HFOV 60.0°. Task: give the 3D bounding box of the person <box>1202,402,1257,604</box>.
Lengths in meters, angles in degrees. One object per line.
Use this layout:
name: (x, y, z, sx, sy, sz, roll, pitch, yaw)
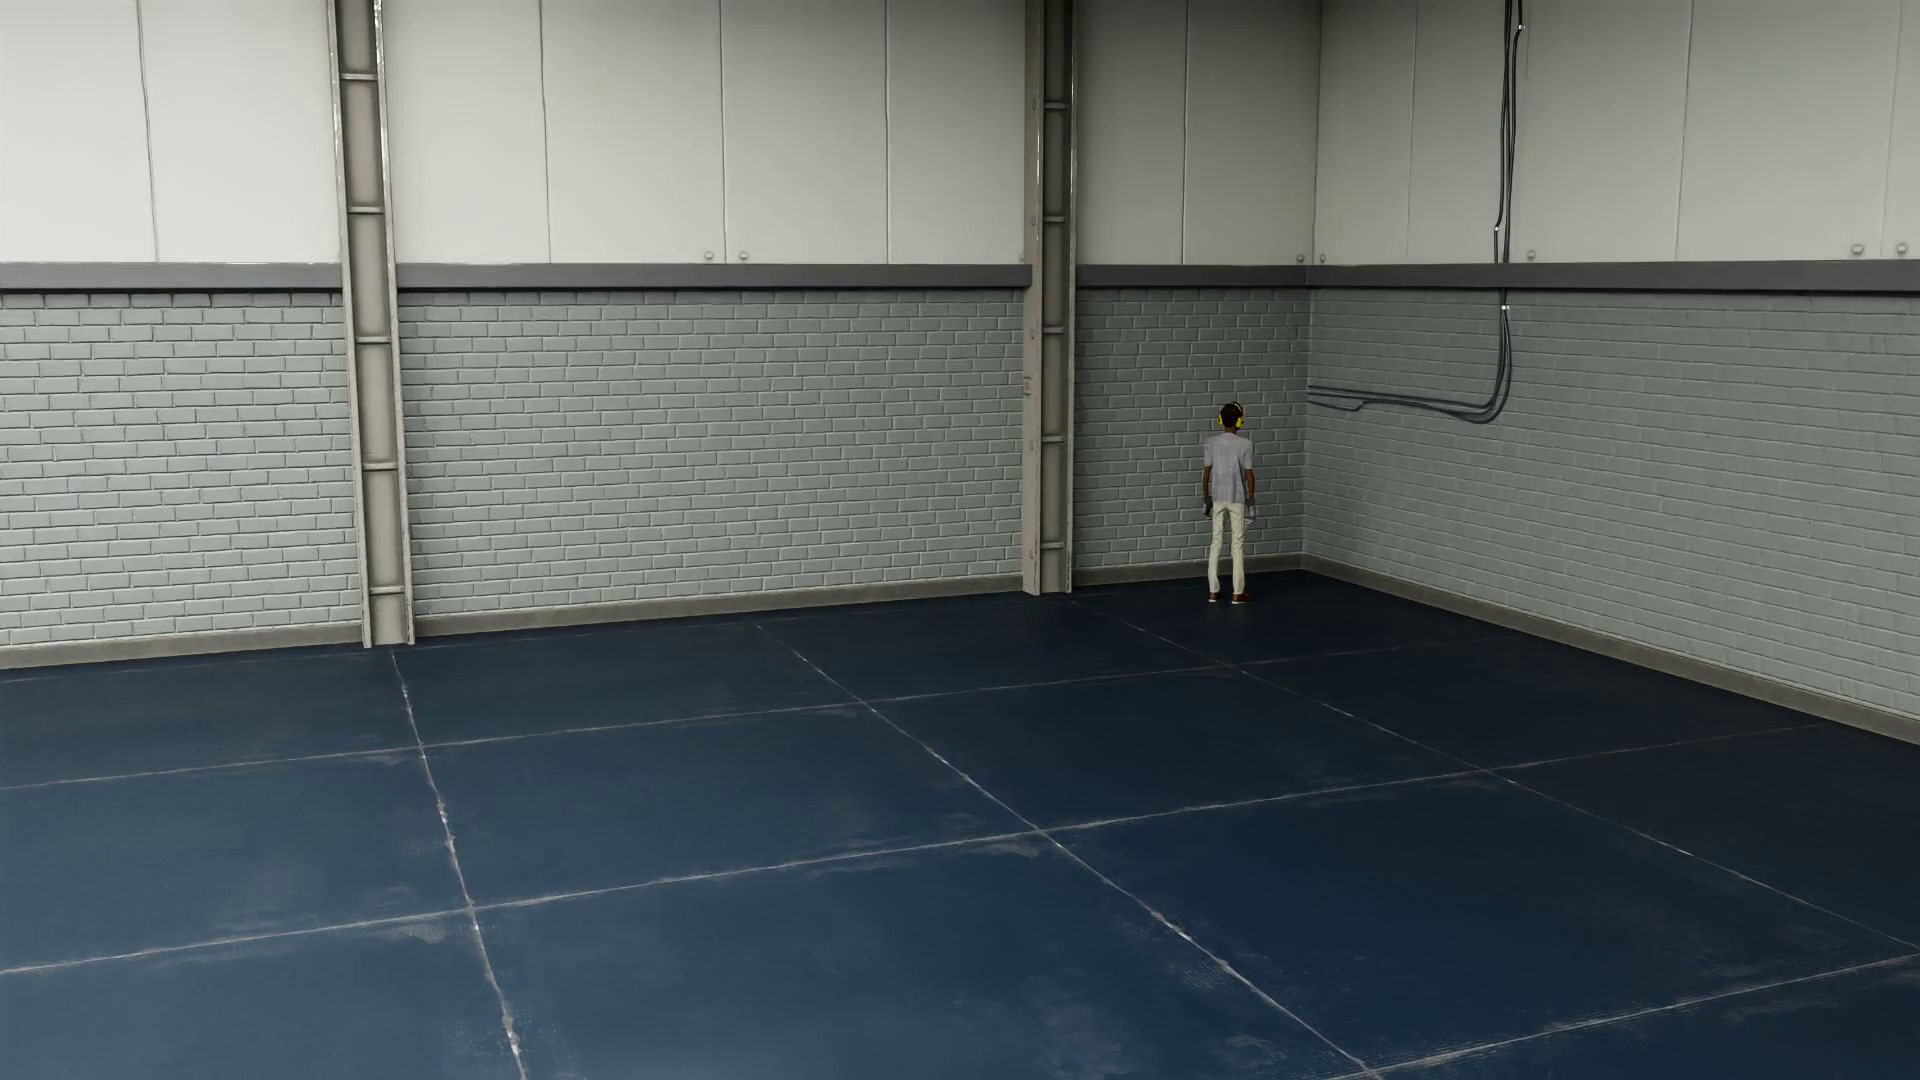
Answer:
person: (2.498, -0.342, 15.402, 0.532, 1.871, 0.321, 5, 10, 28)
